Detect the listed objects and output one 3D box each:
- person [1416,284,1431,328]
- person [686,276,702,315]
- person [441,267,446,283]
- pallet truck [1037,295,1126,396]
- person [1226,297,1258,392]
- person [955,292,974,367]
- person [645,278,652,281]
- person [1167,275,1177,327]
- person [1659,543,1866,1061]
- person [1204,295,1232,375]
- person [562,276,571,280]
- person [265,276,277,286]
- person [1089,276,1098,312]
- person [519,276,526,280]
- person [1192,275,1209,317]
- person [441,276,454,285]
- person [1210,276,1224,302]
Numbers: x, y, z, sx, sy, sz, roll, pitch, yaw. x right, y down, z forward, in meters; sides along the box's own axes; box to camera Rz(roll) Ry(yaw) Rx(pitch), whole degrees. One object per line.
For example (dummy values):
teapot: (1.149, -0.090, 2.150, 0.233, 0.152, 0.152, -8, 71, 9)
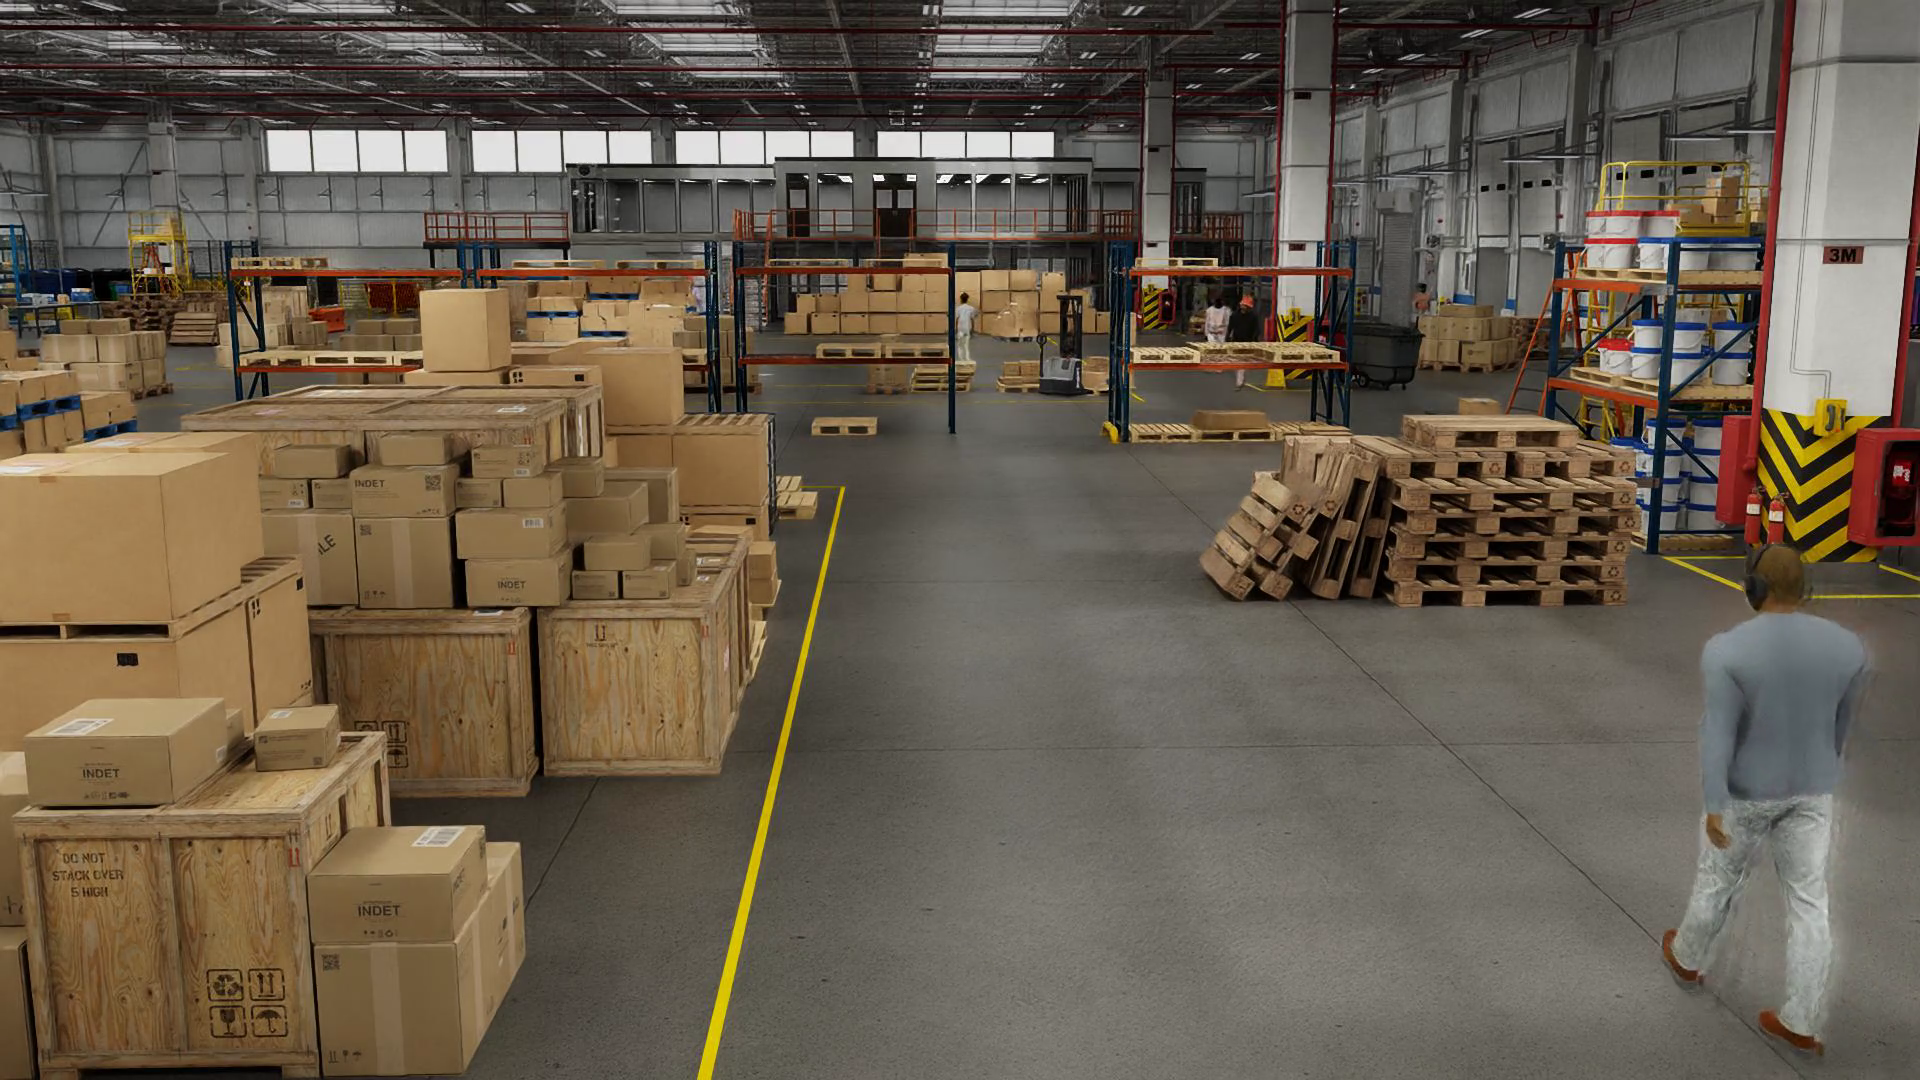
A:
person: (15.201, -7.568, 54.555, 0.548, 1.641, 0.884, -2, 10, -9)
person: (-8.246, -7.073, 50.939, 0.633, 1.977, 1.088, -2, 10, -13)
person: (-22.994, -11.234, 74.343, 0.358, 1.883, 0.572, -7, 13, -36)
pallet truck: (2.483, -3.881, 33.060, 1.885, 1.965, 0.823, -7, 13, -36)
person: (5.778, -4.022, 34.043, 0.630, 1.930, 1.015, 3, 11, 16)
person: (0.053, -4.907, 39.206, 0.549, 1.841, 0.782, -4, 11, -19)
person: (-9.801, -7.240, 52.000, 0.613, 1.928, 0.646, 2, 10, 10)
person: (7.561, -8.612, 59.428, 0.379, 1.995, 0.612, 1, 10, 7)
person: (3.106, 0.946, 6.450, 0.643, 1.890, 0.956, 0, 10, 1)
person: (5.851, -4.667, 37.967, 0.659, 1.802, 0.901, 5, 11, 24)
person: (-17.860, -11.522, 75.910, 0.617, 1.895, 0.521, -1, 10, -8)
person: (-26.005, -9.101, 62.798, 0.540, 1.755, 0.460, 2, 10, 11)
person: (4.452, -8.063, 56.685, 0.989, 1.895, 0.545, 0, 10, 1)
person: (-14.969, -8.160, 57.062, 0.543, 1.939, 0.362, -1, 10, -8)
person: (8.974, -8.925, 61.742, 0.644, 1.796, 0.971, -9, 13, -40)
person: (-17.386, -8.182, 56.900, 0.713, 2.000, 0.641, 3, 11, 15)
person: (9.715, -9.031, 62.453, 0.535, 1.741, 0.717, -8, 13, -37)
